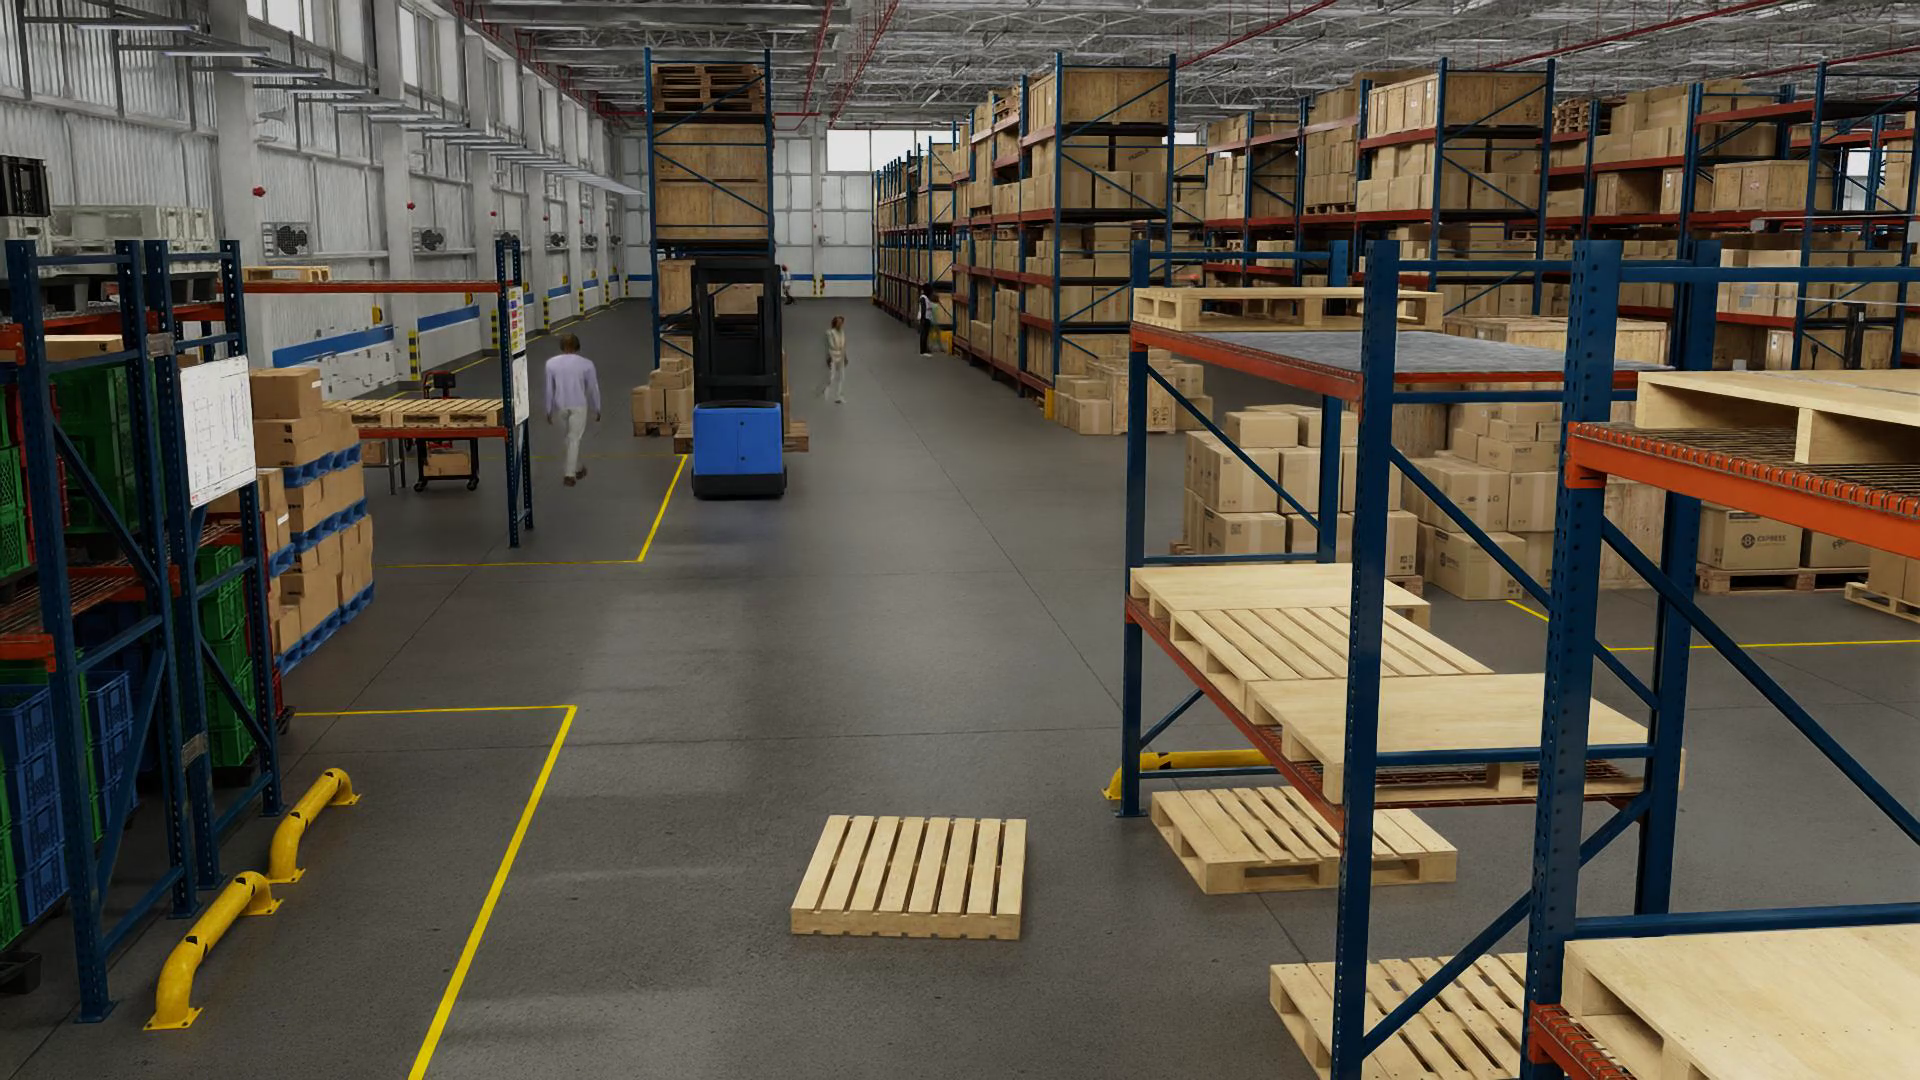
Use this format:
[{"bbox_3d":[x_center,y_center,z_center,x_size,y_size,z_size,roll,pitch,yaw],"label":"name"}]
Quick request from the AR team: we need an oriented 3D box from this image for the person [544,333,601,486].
[{"bbox_3d":[-4.836,-1.638,20.786,0.652,1.888,1.039,1,10,5],"label":"person"}]

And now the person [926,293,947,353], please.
[{"bbox_3d":[-0.633,-5.815,44.646,0.748,1.602,0.538,-4,11,-21],"label":"person"}]

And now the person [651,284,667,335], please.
[{"bbox_3d":[-9.274,-7.190,51.760,0.632,1.808,0.910,-3,11,-18],"label":"person"}]

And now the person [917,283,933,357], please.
[{"bbox_3d":[-0.911,-5.751,43.465,0.391,1.920,0.587,2,10,11],"label":"person"}]

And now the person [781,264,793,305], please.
[{"bbox_3d":[-8.146,-11.967,77.946,0.550,1.901,0.645,4,11,21],"label":"person"}]

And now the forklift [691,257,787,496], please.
[{"bbox_3d":[-2.687,-2.014,20.094,1.129,2.768,1.873,-1,10,-6],"label":"forklift"}]

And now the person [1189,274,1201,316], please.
[{"bbox_3d":[7.073,-6.971,49.941,0.623,2.019,0.641,0,10,-1],"label":"person"}]

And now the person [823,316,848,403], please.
[{"bbox_3d":[-2.328,-3.376,31.095,0.414,1.625,0.533,10,14,43],"label":"person"}]

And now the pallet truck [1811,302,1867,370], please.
[{"bbox_3d":[15.846,-3.142,28.793,1.885,1.965,0.823,2,10,12],"label":"pallet truck"}]
